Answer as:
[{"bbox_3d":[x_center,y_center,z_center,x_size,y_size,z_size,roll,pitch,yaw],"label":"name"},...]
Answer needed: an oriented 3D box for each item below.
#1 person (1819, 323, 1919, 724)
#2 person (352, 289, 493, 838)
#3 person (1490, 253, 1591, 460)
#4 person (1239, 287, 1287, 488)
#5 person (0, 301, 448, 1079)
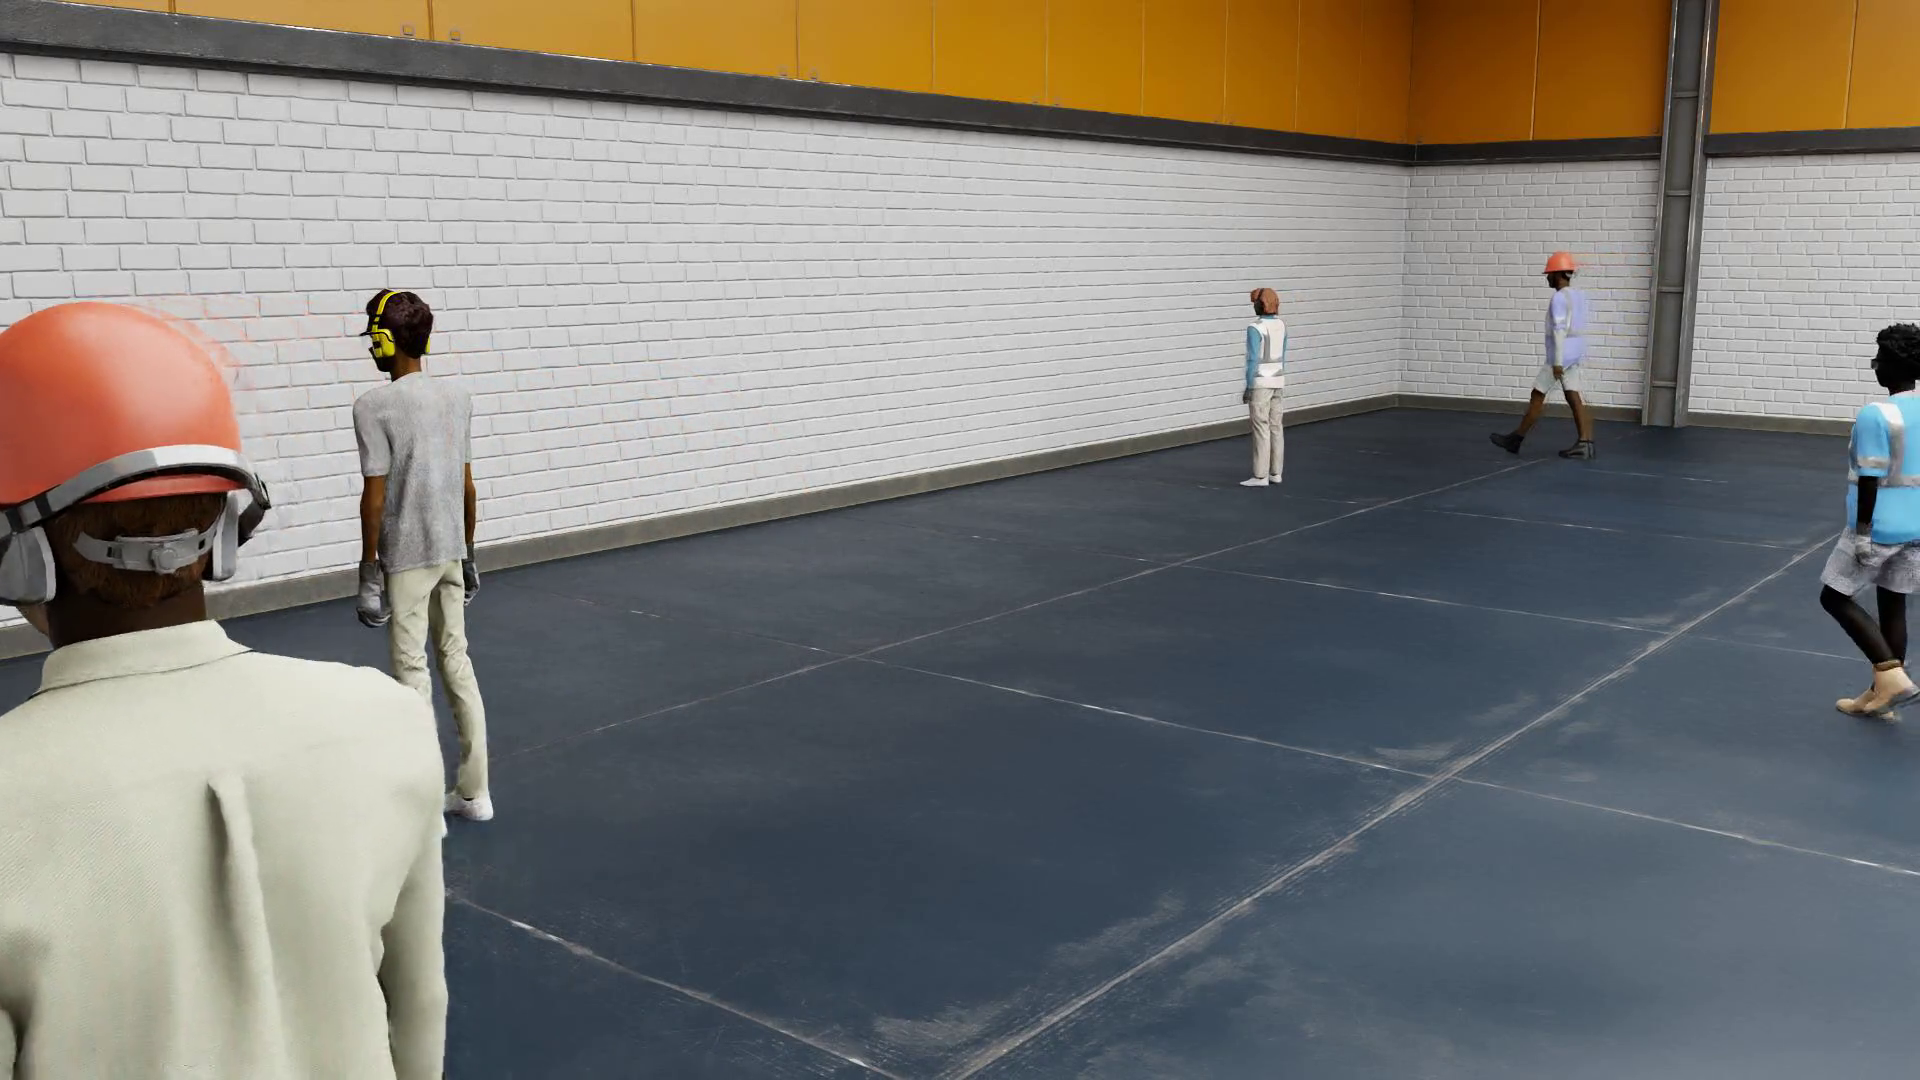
[{"bbox_3d":[3.855,-0.052,6.901,0.541,1.682,0.393,-4,11,-23],"label":"person"},{"bbox_3d":[-1.837,0.088,5.658,0.324,1.862,0.511,5,11,26],"label":"person"},{"bbox_3d":[5.496,-1.710,15.506,0.971,1.886,0.574,9,14,41],"label":"person"},{"bbox_3d":[2.501,-1.247,13.654,0.310,1.638,0.522,9,13,40],"label":"person"},{"bbox_3d":[-0.844,0.748,1.711,0.924,1.954,0.649,8,13,36],"label":"person"}]
